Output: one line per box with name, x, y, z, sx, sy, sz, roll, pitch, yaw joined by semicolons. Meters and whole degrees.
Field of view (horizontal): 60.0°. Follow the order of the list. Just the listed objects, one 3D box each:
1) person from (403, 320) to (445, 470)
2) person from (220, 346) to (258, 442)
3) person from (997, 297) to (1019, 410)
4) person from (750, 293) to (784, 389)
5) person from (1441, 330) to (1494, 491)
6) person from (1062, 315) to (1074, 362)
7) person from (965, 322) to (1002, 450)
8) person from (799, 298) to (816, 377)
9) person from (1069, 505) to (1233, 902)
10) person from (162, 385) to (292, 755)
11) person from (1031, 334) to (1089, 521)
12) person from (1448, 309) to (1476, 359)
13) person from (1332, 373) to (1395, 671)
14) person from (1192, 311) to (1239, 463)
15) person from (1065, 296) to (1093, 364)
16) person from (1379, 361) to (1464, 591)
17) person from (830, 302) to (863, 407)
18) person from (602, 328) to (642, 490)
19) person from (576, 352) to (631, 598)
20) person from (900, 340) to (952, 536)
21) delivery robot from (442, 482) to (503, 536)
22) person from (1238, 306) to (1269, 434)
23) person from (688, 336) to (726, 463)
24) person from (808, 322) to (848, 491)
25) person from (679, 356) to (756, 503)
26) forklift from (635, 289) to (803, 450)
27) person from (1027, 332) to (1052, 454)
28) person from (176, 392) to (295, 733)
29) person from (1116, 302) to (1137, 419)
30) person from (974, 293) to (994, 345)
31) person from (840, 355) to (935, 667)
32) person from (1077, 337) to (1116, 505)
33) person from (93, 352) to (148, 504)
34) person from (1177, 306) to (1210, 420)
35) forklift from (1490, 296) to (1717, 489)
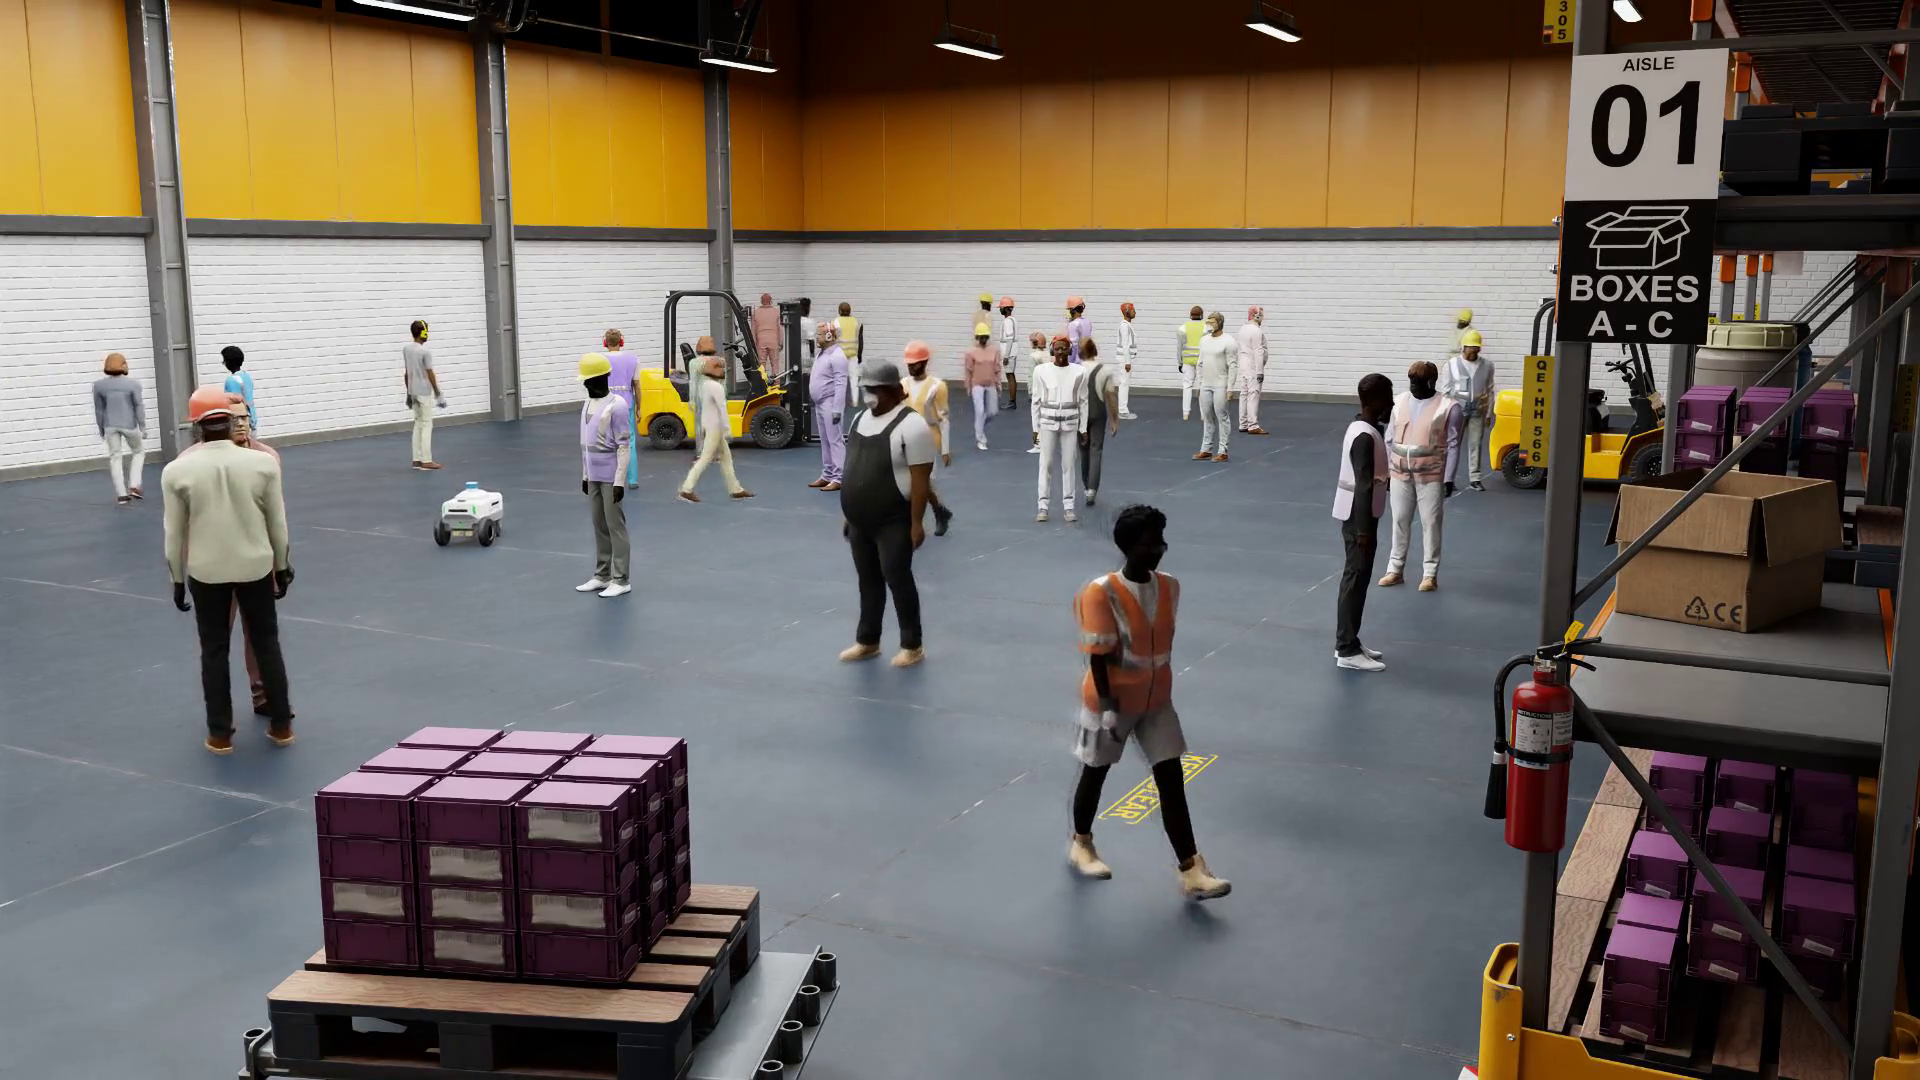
person;-6.676;-1.794;20.651;0.539;1.857;0.352;7;12;36
person;-7.755;-1.244;17.931;0.318;1.694;0.539;-1;10;-6
person;0.818;-3.204;28.577;0.377;1.938;0.547;2;10;10
person;-3.738;-3.832;32.304;0.639;1.909;0.409;-1;10;-3
person;5.729;-1.459;18.804;0.590;1.823;0.403;1;10;4
person;1.947;-3.134;28.751;0.532;1.745;0.742;-5;11;-26
person;0.303;-2.115;22.819;0.533;1.747;0.478;-4;11;-23
person;-2.622;-3.176;28.459;0.630;1.914;0.969;7;12;34
person;0.746;0.681;6.904;0.541;1.651;0.873;-6;11;-30
person;-3.943;0.159;8.987;0.611;1.984;0.413;-6;11;-29
person;1.000;-1.121;16.680;0.573;1.883;0.357;0;10;0
person;8.283;-2.952;27.606;0.406;1.782;0.701;-2;10;-12
person;2.607;-0.126;10.814;0.372;1.916;0.596;2;10;12
person;3.290;-1.965;21.404;0.376;1.940;0.627;-8;12;-37
person;1.778;-2.706;25.412;0.393;2.036;0.605;6;11;29
person;3.661;-0.512;13.292;0.619;1.839;0.430;8;12;37
person;-1.997;-3.232;29.025;0.633;1.839;0.429;-4;11;-23
person;-3.883;-1.467;18.809;0.564;1.839;0.390;-3;10;-16
person;-2.802;-0.510;13.042;0.378;1.918;0.585;-9;13;-42
person;-0.323;-0.910;15.419;0.548;1.900;0.908;7;12;34
delivery robot;-4.529;-0.296;15.472;0.477;0.478;0.707;1;10;6
person;4.374;-2.526;24.749;0.409;1.908;0.638;-3;10;-15
person;-3.255;-1.797;21.346;0.544;1.625;0.406;-6;11;-30
person;-1.510;-1.512;18.867;0.403;1.910;0.637;-4;11;-24
person;-2.658;-1.195;17.958;0.864;1.589;0.518;-4;11;-22
forklift;-3.358;-2.392;23.136;2.313;2.155;1.214;-1;10;-5
person;1.079;-1.975;22.372;0.324;1.630;0.516;7;12;37
person;-4.082;0.119;9.428;0.405;1.911;0.636;7;12;37
person;2.718;-2.908;27.022;0.355;1.885;0.576;1;10;5
person;0.500;-3.757;31.834;0.471;1.914;0.649;-5;11;-26
person;-0.529;-0.191;10.839;0.690;2.000;0.536;10;14;44
person;1.414;-1.290;17.949;0.542;1.793;1.005;1;10;6
person;-9.023;-1.210;17.931;0.531;1.614;0.453;-1;10;-8
person;3.807;-2.846;26.790;0.629;1.842;0.429;3;10;17
forklift;7.296;-1.677;18.993;2.313;2.155;1.214;5;11;27
